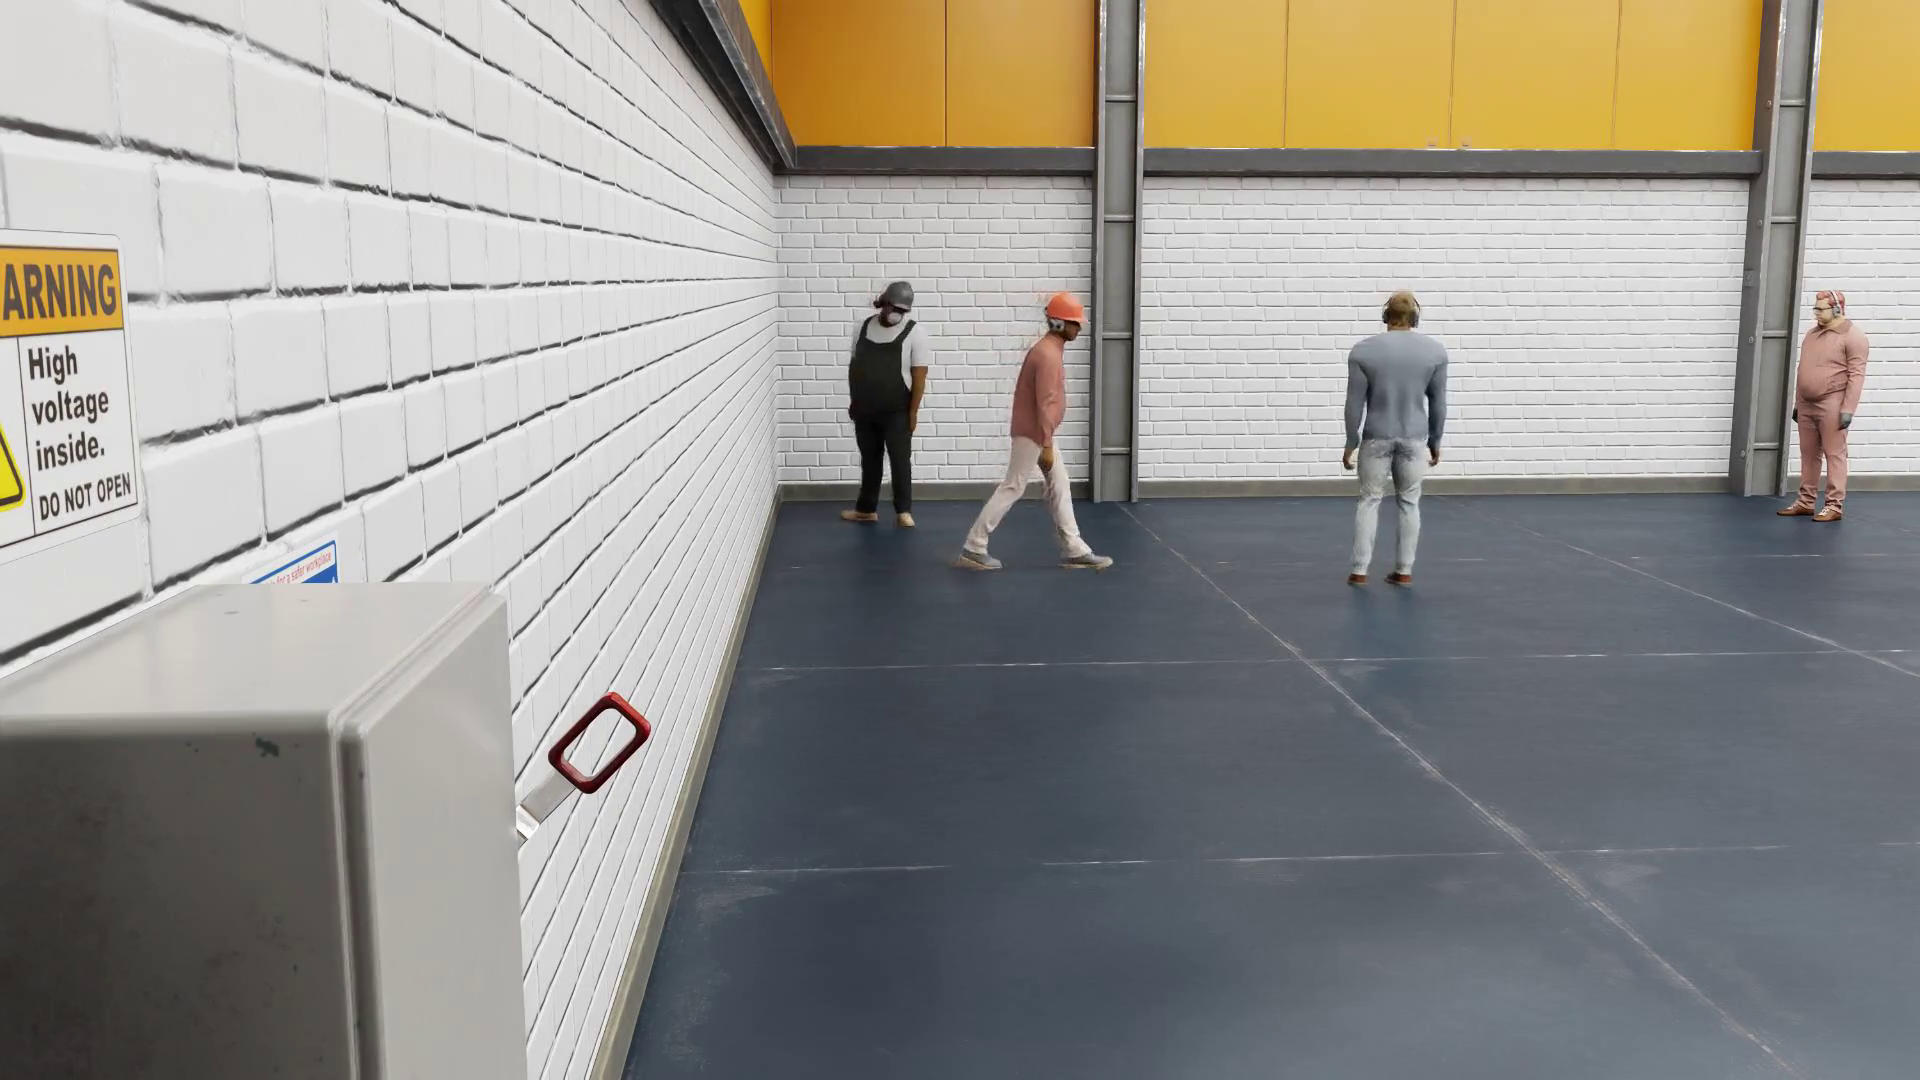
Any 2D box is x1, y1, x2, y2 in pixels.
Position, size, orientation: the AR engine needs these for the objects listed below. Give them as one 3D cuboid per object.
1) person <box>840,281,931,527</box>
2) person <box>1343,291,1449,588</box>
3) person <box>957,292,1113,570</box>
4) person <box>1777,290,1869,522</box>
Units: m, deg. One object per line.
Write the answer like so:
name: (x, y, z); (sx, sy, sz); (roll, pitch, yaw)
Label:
person: (-0.679, -1.120, 13.389); (0.852, 2.000, 0.534); (5, 10, 28)
person: (2.805, -0.630, 10.751); (0.645, 1.918, 0.416); (1, 9, 9)
person: (0.483, -0.723, 11.332); (1.051, 1.918, 0.654); (1, 9, 7)
person: (7.114, -1.102, 13.721); (0.406, 1.902, 0.637); (-2, 9, -15)
